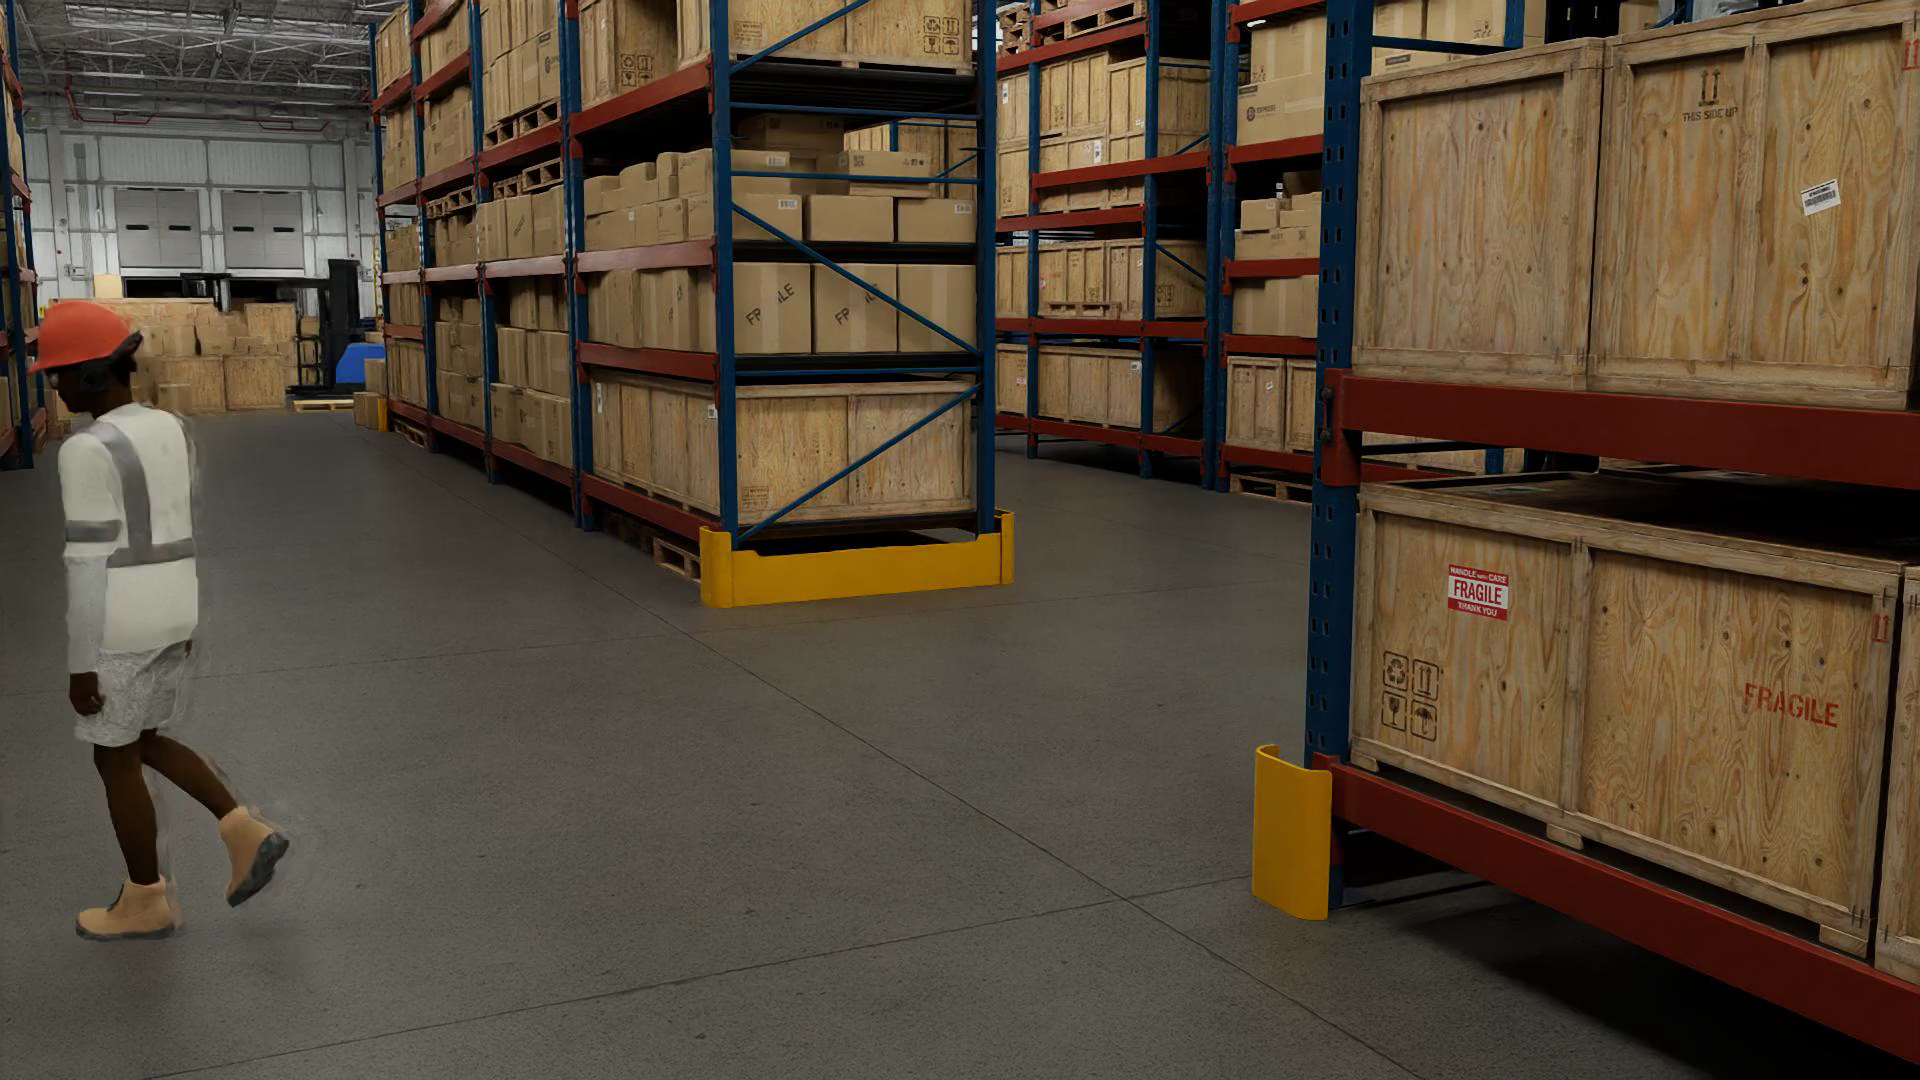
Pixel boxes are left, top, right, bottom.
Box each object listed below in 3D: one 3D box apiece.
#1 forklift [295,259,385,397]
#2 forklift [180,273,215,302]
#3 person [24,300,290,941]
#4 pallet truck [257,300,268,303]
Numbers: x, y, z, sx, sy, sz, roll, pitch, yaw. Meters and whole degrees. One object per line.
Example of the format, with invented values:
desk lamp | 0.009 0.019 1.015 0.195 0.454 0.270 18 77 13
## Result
forklift | -12.561 -4.357 34.130 1.873 2.768 1.129 0 8 -1
forklift | -23.512 -6.862 51.410 1.873 2.768 1.129 6 10 35
person | -2.519 0.271 5.181 0.598 2.016 0.653 0 8 3
pallet truck | -23.913 -7.404 58.171 1.885 1.965 0.823 -1 8 -9
